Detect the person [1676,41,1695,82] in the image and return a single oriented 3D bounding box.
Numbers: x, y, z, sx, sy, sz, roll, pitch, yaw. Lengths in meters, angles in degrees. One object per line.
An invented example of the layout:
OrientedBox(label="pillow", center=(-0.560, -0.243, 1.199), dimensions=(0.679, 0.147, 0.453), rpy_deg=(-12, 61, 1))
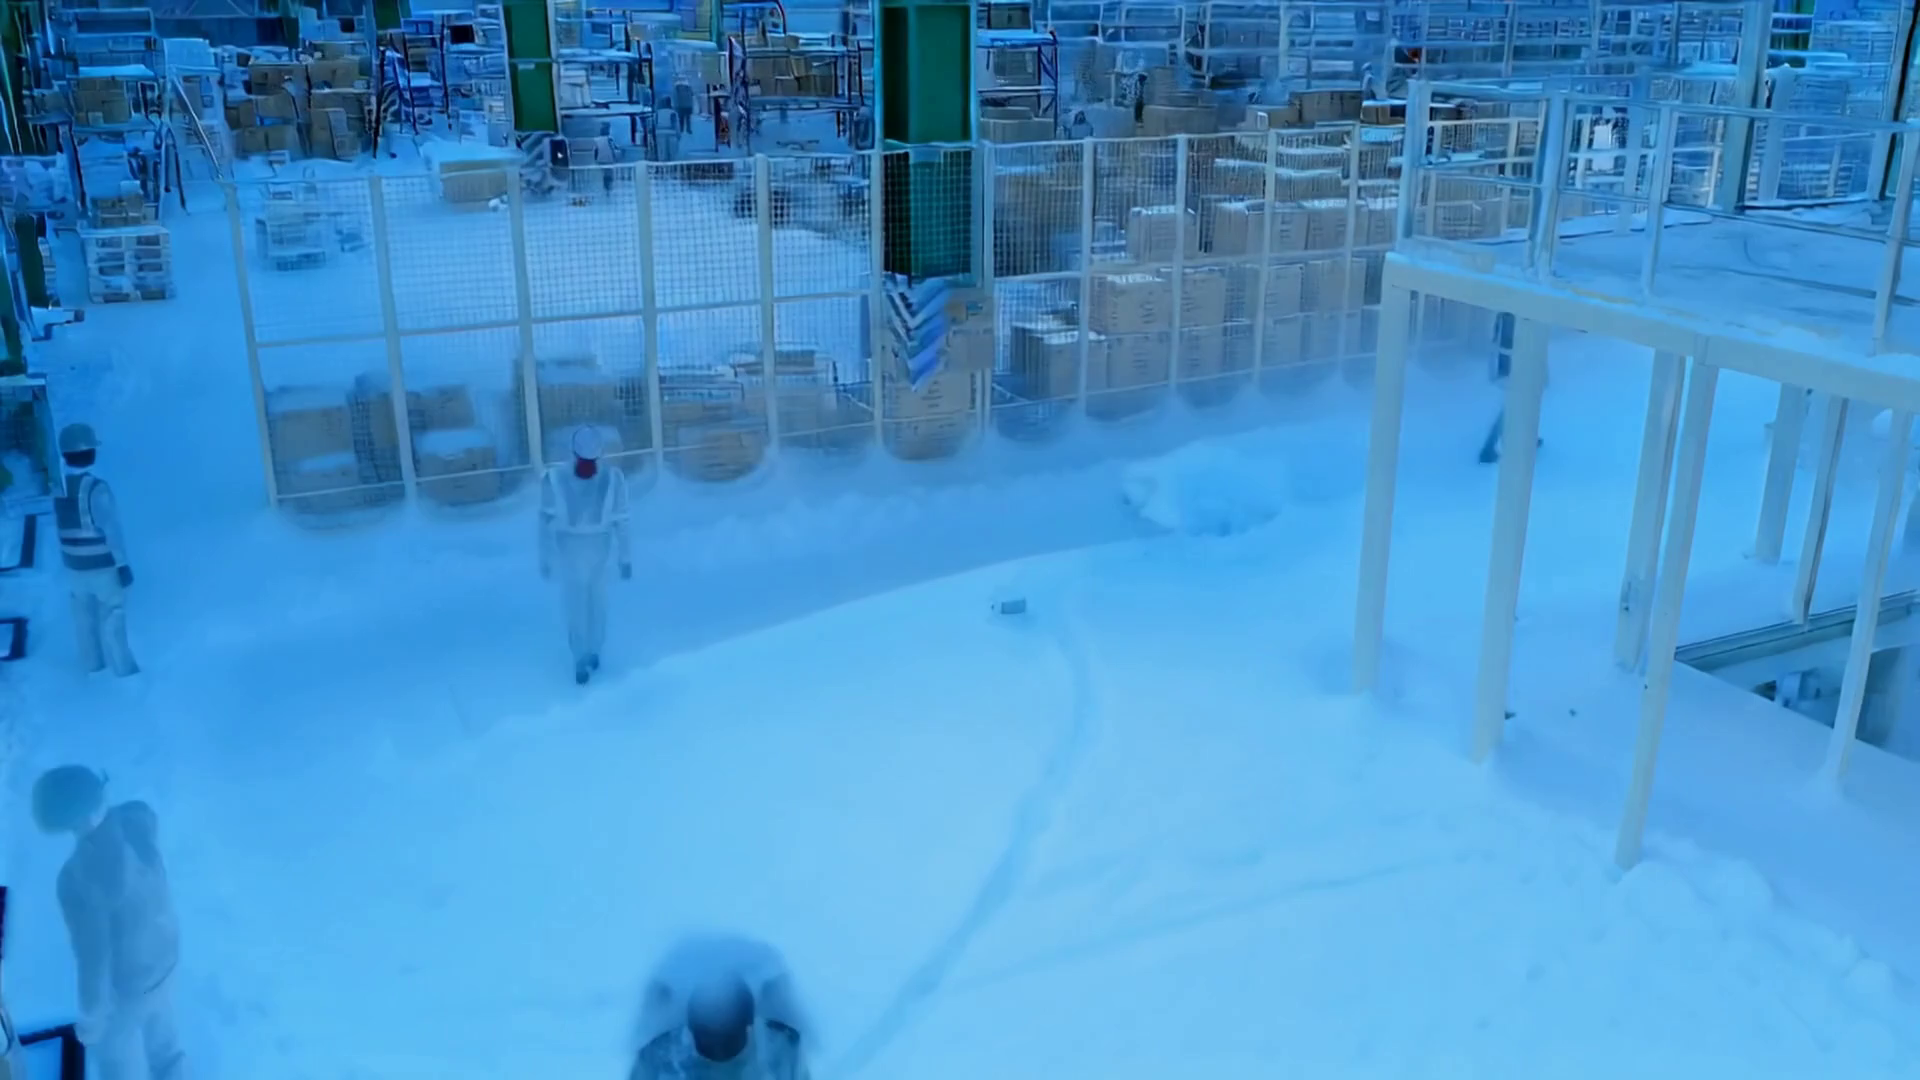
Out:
OrientedBox(label="person", center=(31.223, -20.502, 71.607), dimensions=(0.647, 1.893, 1.011), rpy_deg=(0, 19, 1))

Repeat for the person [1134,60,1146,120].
OrientedBox(label="person", center=(6.064, -15.122, 55.895), dimensions=(0.373, 1.960, 0.601), rpy_deg=(-5, 20, -14))

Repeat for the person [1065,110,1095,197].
OrientedBox(label="person", center=(2.666, -8.582, 36.989), dimensions=(0.664, 1.916, 0.665), rpy_deg=(2, 19, 5))

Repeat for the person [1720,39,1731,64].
OrientedBox(label="person", center=(36.705, -23.197, 79.810), dimensions=(0.392, 1.630, 0.527), rpy_deg=(-9, 21, -23))

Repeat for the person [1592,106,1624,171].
OrientedBox(label="person", center=(14.566, -8.863, 37.629), dimensions=(0.538, 2.000, 0.684), rpy_deg=(-12, 22, -31))

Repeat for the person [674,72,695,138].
OrientedBox(label="person", center=(-8.277, -13.084, 50.053), dimensions=(0.585, 1.917, 0.390), rpy_deg=(4, 19, 11))

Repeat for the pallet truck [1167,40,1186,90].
OrientedBox(label="pallet truck", center=(9.045, -19.971, 69.895), dimensions=(0.823, 1.965, 1.885), rpy_deg=(-3, 19, -8))

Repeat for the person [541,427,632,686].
OrientedBox(label="person", center=(-2.653, 0.103, 11.865), dimensions=(0.627, 1.886, 0.737), rpy_deg=(-6, 20, -17))

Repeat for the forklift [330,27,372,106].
OrientedBox(label="forklift", center=(-22.694, -17.278, 60.757), dimensions=(1.873, 2.768, 1.129), rpy_deg=(-9, 21, -25))

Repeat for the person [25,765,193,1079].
OrientedBox(label="person", center=(-3.469, 1.781, 6.943), dimensions=(0.363, 1.958, 0.647), rpy_deg=(4, 19, 11))

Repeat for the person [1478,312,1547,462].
OrientedBox(label="person", center=(5.802, -1.756, 17.272), dimensions=(1.013, 1.883, 0.568), rpy_deg=(-12, 22, -30))

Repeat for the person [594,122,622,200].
OrientedBox(label="person", center=(-7.776, -8.407, 36.864), dimensions=(0.540, 1.667, 0.735), rpy_deg=(5, 20, 15))

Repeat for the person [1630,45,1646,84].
OrientedBox(label="person", center=(28.497, -19.914, 70.012), dimensions=(0.660, 1.808, 0.792), rpy_deg=(8, 20, 21))

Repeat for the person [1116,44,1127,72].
OrientedBox(label="person", center=(6.772, -19.821, 69.667), dimensions=(0.540, 1.853, 0.482), rpy_deg=(-4, 19, -12))

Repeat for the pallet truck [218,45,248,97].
OrientedBox(label="pallet truck", center=(-28.879, -18.665, 66.111), dimensions=(0.823, 1.965, 1.885), rpy_deg=(-3, 19, -9))

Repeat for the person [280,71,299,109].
OrientedBox(label="person", center=(-20.233, -13.148, 50.200), dimensions=(0.343, 1.942, 0.552), rpy_deg=(14, 23, 35))

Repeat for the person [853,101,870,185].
OrientedBox(label="person", center=(-2.329, -9.341, 39.186), dimensions=(0.367, 1.931, 0.631), rpy_deg=(8, 21, 23))

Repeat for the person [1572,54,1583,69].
OrientedBox(label="person", center=(24.387, -18.324, 65.586), dimensions=(0.593, 1.674, 0.557), rpy_deg=(-8, 21, -22))

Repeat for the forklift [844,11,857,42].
OrientedBox(label="forklift", center=(-5.468, -25.085, 83.386), dimensions=(1.873, 2.768, 1.129), rpy_deg=(-9, 21, -25))

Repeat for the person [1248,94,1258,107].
OrientedBox(label="person", center=(7.563, -10.513, 42.724), dimensions=(0.886, 1.843, 0.525), rpy_deg=(11, 22, 28))

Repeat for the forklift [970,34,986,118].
OrientedBox(label="forklift", center=(0.480, -15.275, 54.948), dimensions=(1.873, 2.768, 1.129), rpy_deg=(-9, 21, -25))

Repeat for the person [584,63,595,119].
OrientedBox(label="person", center=(-12.558, -15.196, 56.306), dimensions=(0.344, 1.839, 0.502), rpy_deg=(-4, 19, -10))

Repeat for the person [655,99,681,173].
OrientedBox(label="person", center=(-7.289, -10.097, 41.555), dimensions=(0.628, 1.809, 0.914), rpy_deg=(0, 19, 0))

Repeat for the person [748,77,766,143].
OrientedBox(label="person", center=(-6.012, -12.573, 48.649), dimensions=(0.600, 1.874, 1.023), rpy_deg=(11, 22, 28))

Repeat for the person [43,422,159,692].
OrientedBox(label="person", center=(-6.086, 0.127, 11.708), dimensions=(0.602, 1.949, 0.390), rpy_deg=(8, 21, 22))

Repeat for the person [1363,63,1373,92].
OrientedBox(label="person", center=(13.379, -14.701, 54.708), dimensions=(0.359, 1.939, 0.543), rpy_deg=(0, 19, -1))

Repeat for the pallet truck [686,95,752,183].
OrientedBox(label="pallet truck", center=(-5.836, -9.608, 39.856), dimensions=(0.823, 1.965, 1.885), rpy_deg=(10, 22, 27))

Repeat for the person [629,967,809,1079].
OrientedBox(label="person", center=(-0.788, 2.270, 5.669), dimensions=(0.623, 1.839, 0.429), rpy_deg=(-6, 20, -17))

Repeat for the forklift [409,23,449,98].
OrientedBox(label="forklift", center=(-21.101, -18.779, 65.108), dimensions=(1.129, 2.768, 1.873), rpy_deg=(-17, 26, -41))
